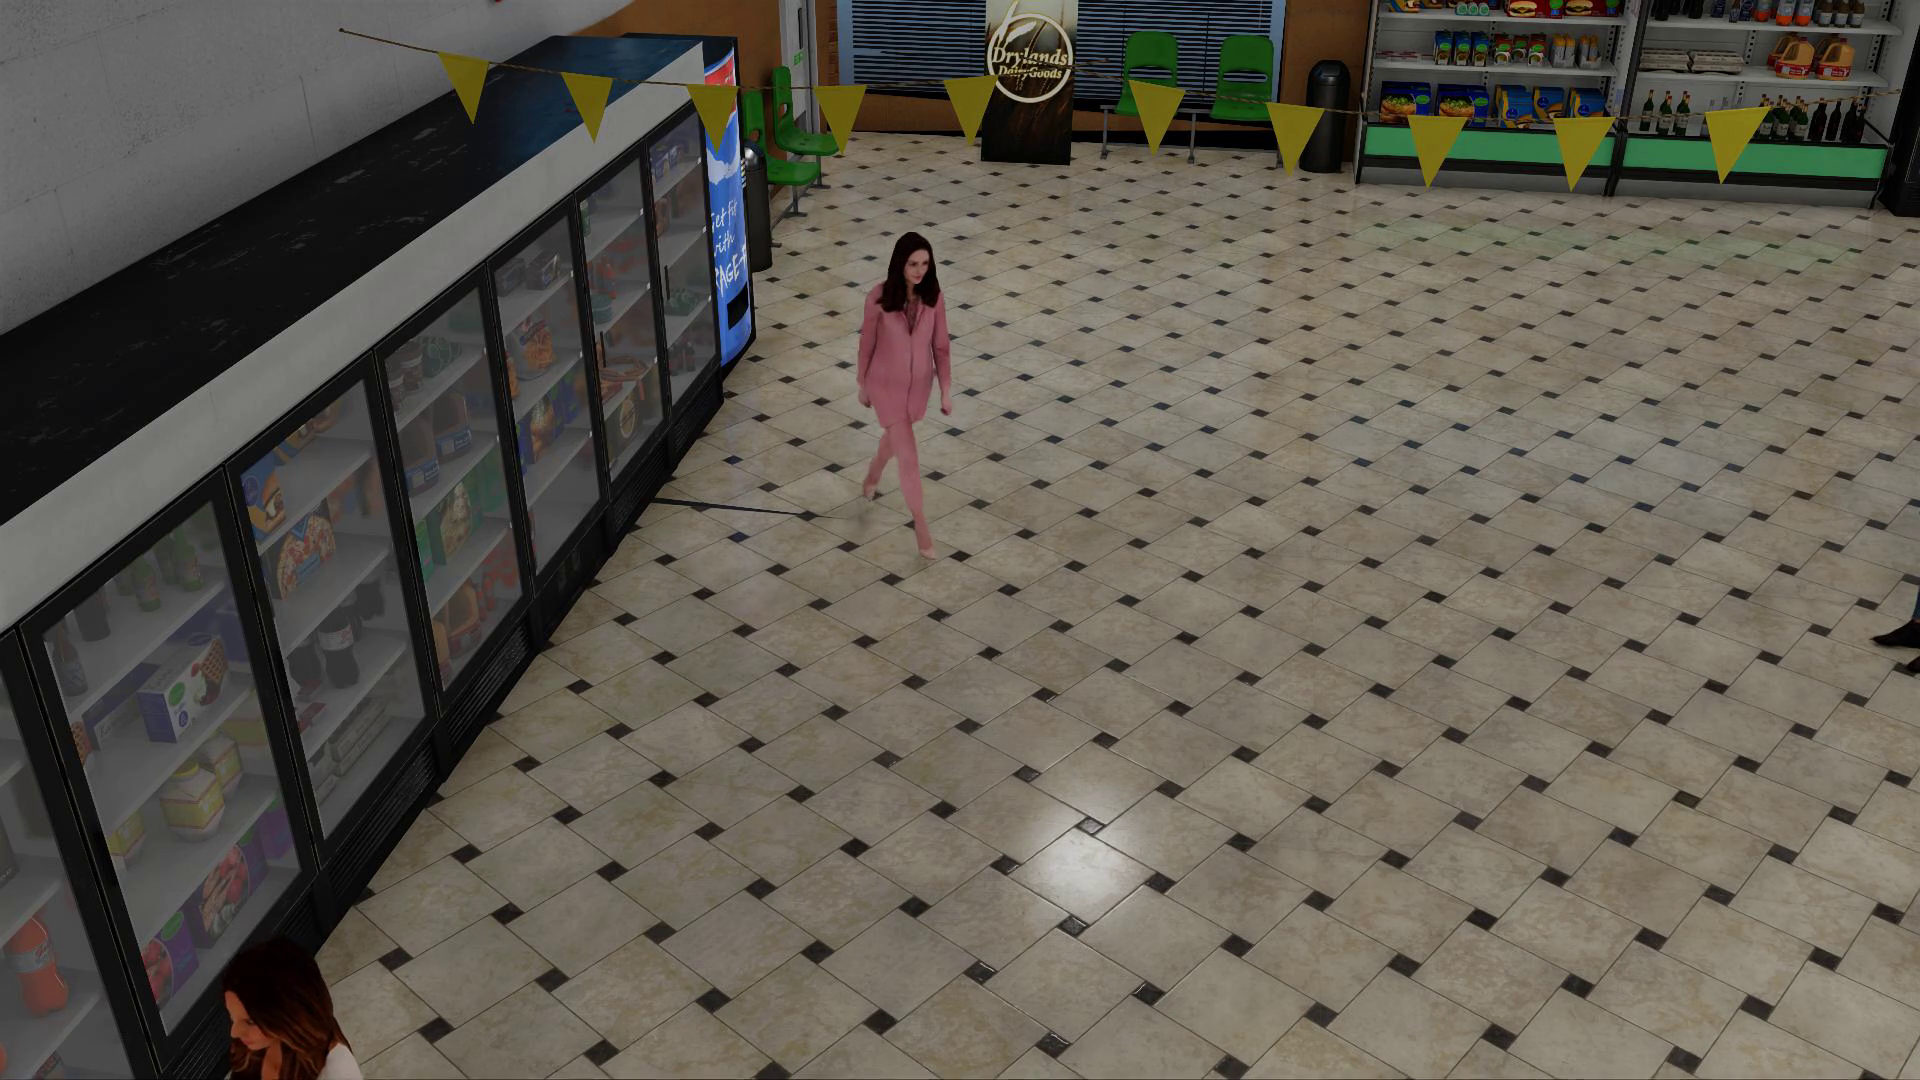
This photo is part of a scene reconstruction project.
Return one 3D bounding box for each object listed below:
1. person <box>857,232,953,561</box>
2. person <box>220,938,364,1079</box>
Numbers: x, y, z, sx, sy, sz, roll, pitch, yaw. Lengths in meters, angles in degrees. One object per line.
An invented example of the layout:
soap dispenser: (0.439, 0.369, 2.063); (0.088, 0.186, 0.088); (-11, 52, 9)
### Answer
person: (-0.359, -0.817, 8.856); (1.212, 1.734, 1.133); (-11, 30, -19)
person: (-1.549, 1.698, 4.199); (0.605, 1.782, 0.723); (20, 34, 32)
